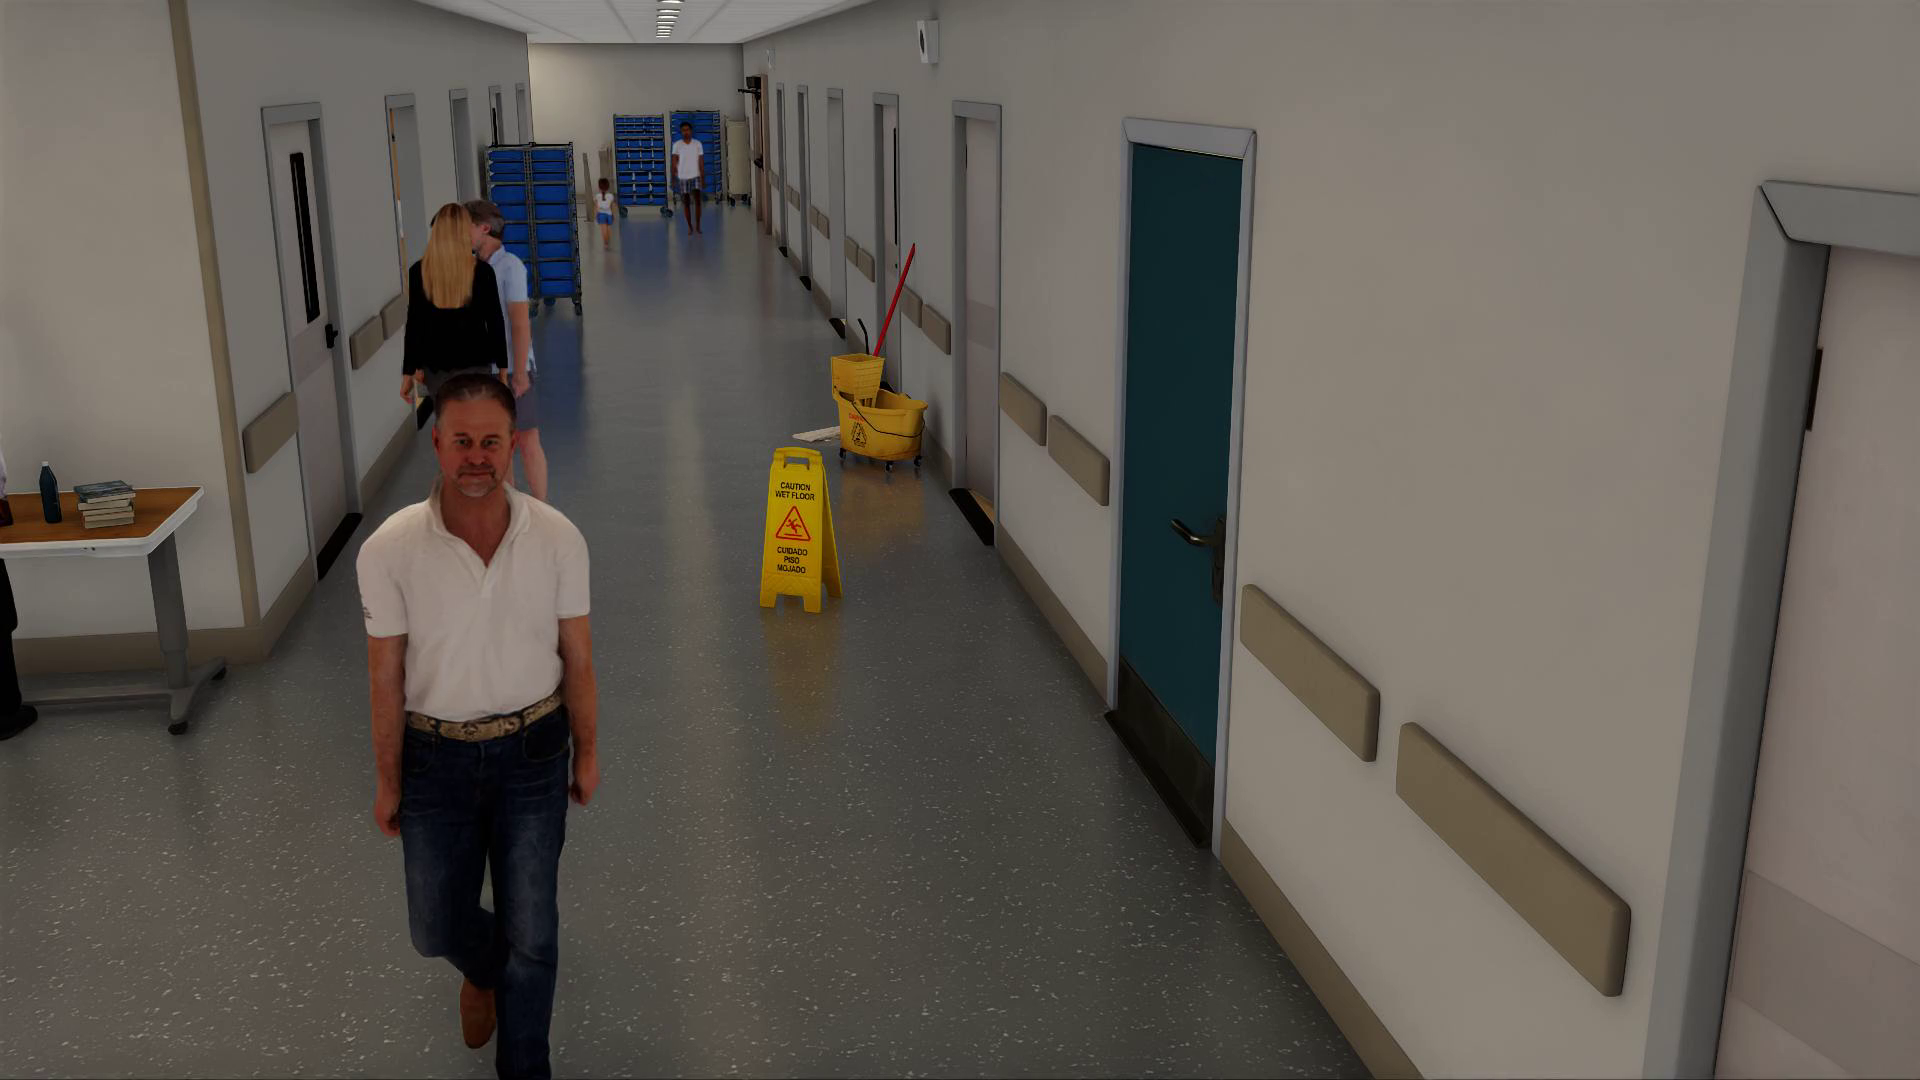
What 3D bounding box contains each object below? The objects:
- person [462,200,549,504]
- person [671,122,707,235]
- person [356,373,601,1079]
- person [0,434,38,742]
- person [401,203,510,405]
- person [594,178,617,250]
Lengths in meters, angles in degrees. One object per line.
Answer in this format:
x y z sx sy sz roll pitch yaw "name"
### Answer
-2.445 -0.914 8.977 0.749 1.819 0.803 8 18 27 "person"
-4.199 -5.609 25.830 0.702 1.710 0.792 -2 16 -7 "person"
-1.115 0.494 3.946 0.665 1.840 0.844 -3 16 -11 "person"
-3.816 -0.132 6.176 0.694 1.834 0.618 -7 17 -22 "person"
-2.552 -0.725 8.386 0.718 1.776 1.210 -3 16 -11 "person"
-5.030 -4.596 23.558 0.509 0.993 0.762 -6 17 -19 "person"
